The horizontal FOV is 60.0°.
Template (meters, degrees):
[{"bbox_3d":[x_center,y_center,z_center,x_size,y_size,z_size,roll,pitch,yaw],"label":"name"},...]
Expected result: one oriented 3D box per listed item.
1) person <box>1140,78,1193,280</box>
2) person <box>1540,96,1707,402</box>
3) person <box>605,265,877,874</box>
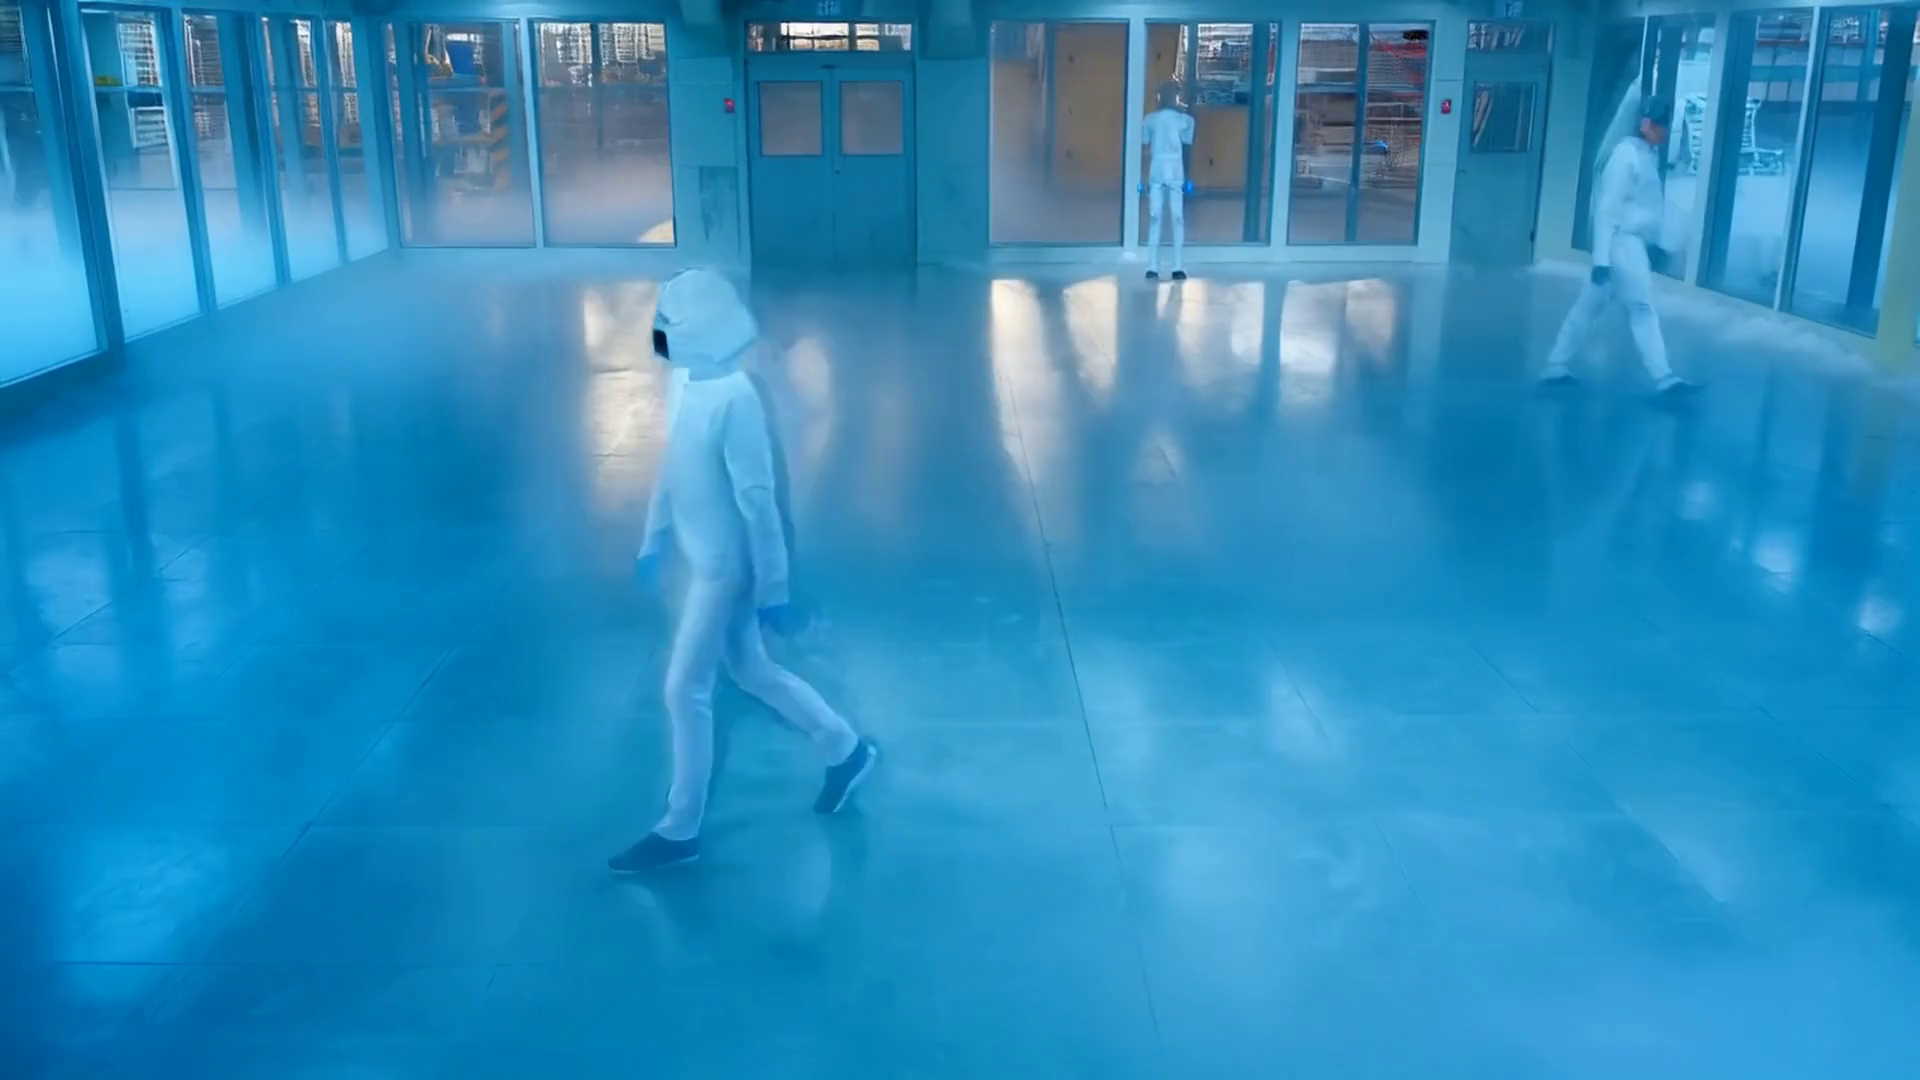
[{"bbox_3d":[1.962,-3.405,15.755,0.507,1.875,0.329,3,17,11],"label":"person"},{"bbox_3d":[4.163,-1.802,10.335,0.990,1.852,0.647,6,17,19],"label":"person"},{"bbox_3d":[-0.581,0.062,4.427,0.773,1.603,0.497,-7,18,-22],"label":"person"}]
